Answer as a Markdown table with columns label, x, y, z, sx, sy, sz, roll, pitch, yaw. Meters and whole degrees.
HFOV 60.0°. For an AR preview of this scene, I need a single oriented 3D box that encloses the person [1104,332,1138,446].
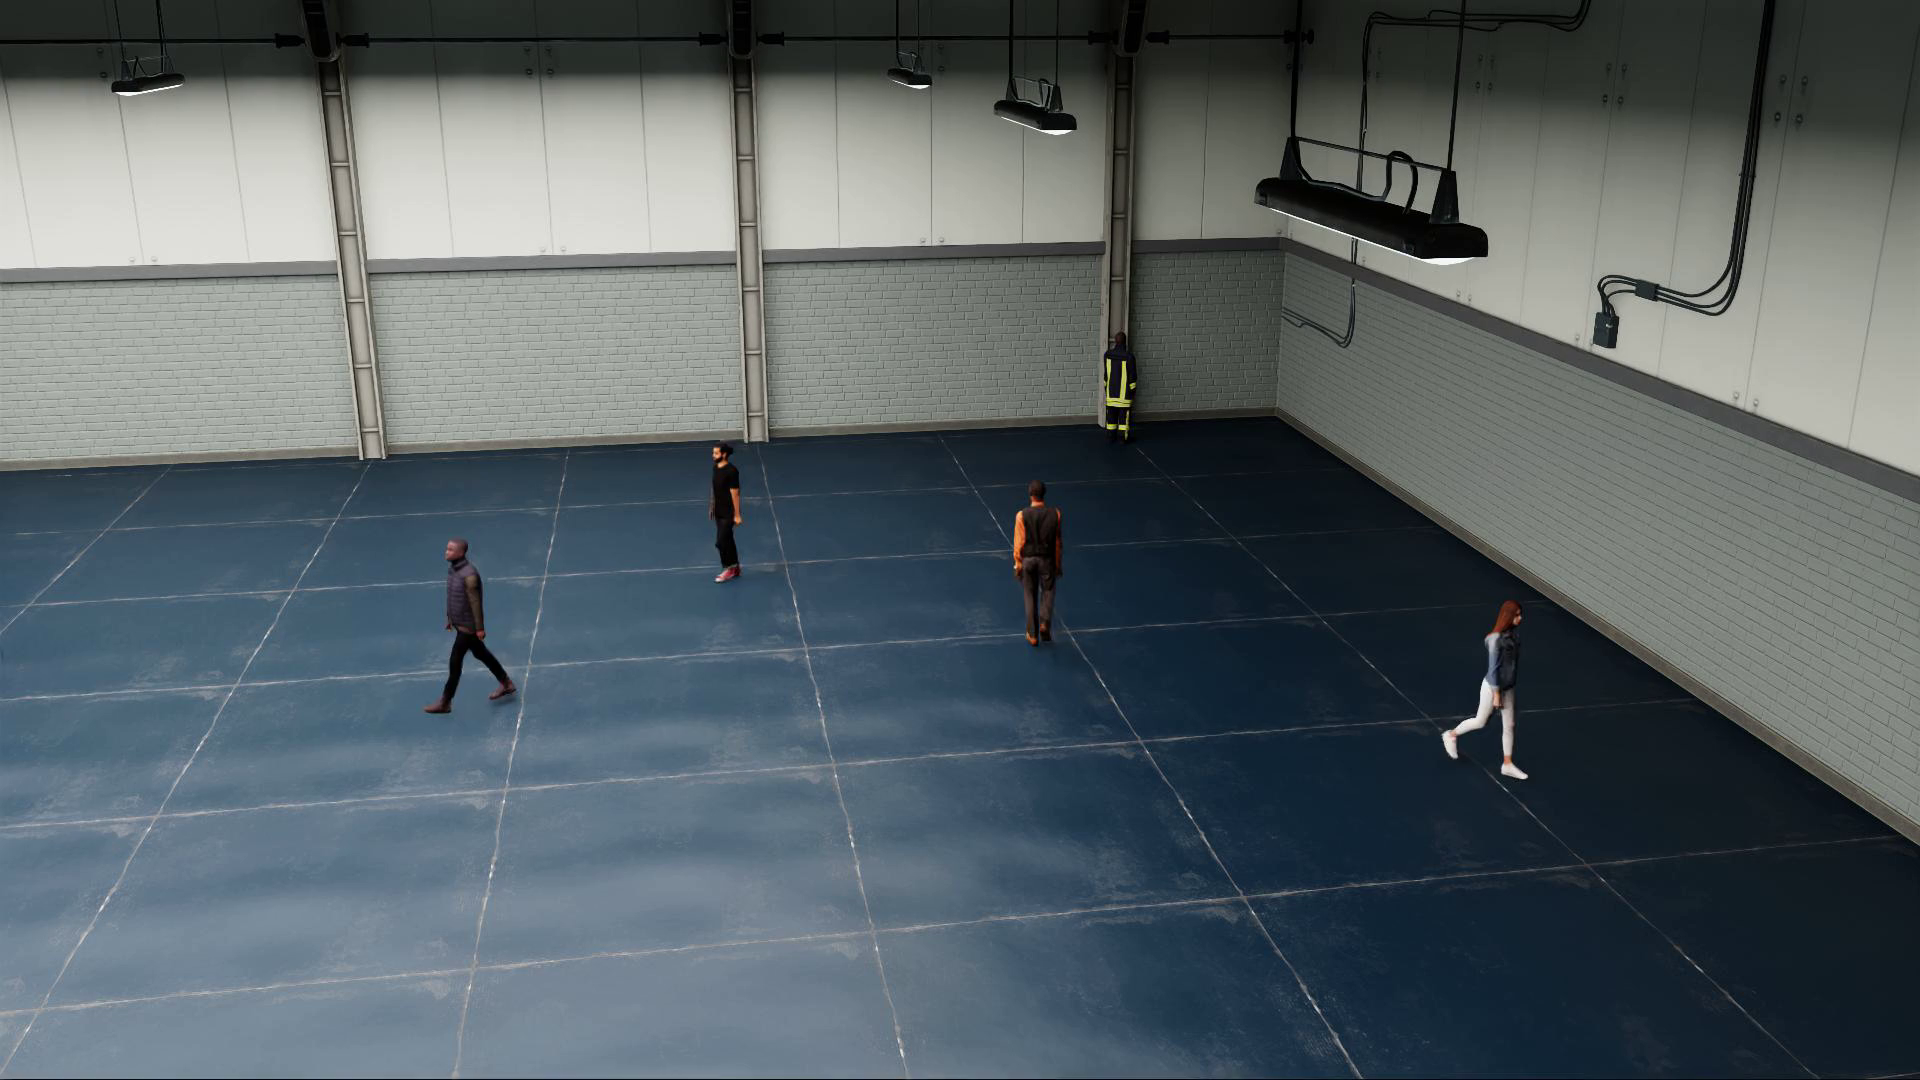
| label | x | y | z | sx | sy | sz | roll | pitch | yaw |
| --- | --- | --- | --- | --- | --- | --- | --- | --- | --- |
| person | 2.579 | -2.464 | 26.820 | 0.851 | 1.822 | 0.918 | 12 | 21 | 32 |

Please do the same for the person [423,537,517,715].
| label | x | y | z | sx | sy | sz | roll | pitch | yaw |
| --- | --- | --- | --- | --- | --- | --- | --- | --- | --- |
| person | -4.869 | 0.848 | 16.705 | 1.311 | 1.788 | 1.048 | -12 | 22 | -33 |

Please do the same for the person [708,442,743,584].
| label | x | y | z | sx | sy | sz | roll | pitch | yaw |
| --- | --- | --- | --- | --- | --- | --- | --- | --- | --- |
| person | -2.806 | -0.355 | 20.471 | 0.799 | 1.745 | 0.765 | -13 | 22 | -35 |

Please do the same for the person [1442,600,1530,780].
| label | x | y | z | sx | sy | sz | roll | pitch | yaw |
| --- | --- | --- | --- | --- | --- | --- | --- | --- | --- |
| person | 4.882 | 1.351 | 15.342 | 1.126 | 1.676 | 0.991 | -13 | 22 | -35 |

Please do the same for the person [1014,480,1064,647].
| label | x | y | z | sx | sy | sz | roll | pitch | yaw |
| --- | --- | --- | --- | --- | --- | --- | --- | --- | --- |
| person | 0.875 | 0.295 | 18.228 | 0.798 | 1.897 | 0.814 | -1 | 18 | -3 |
